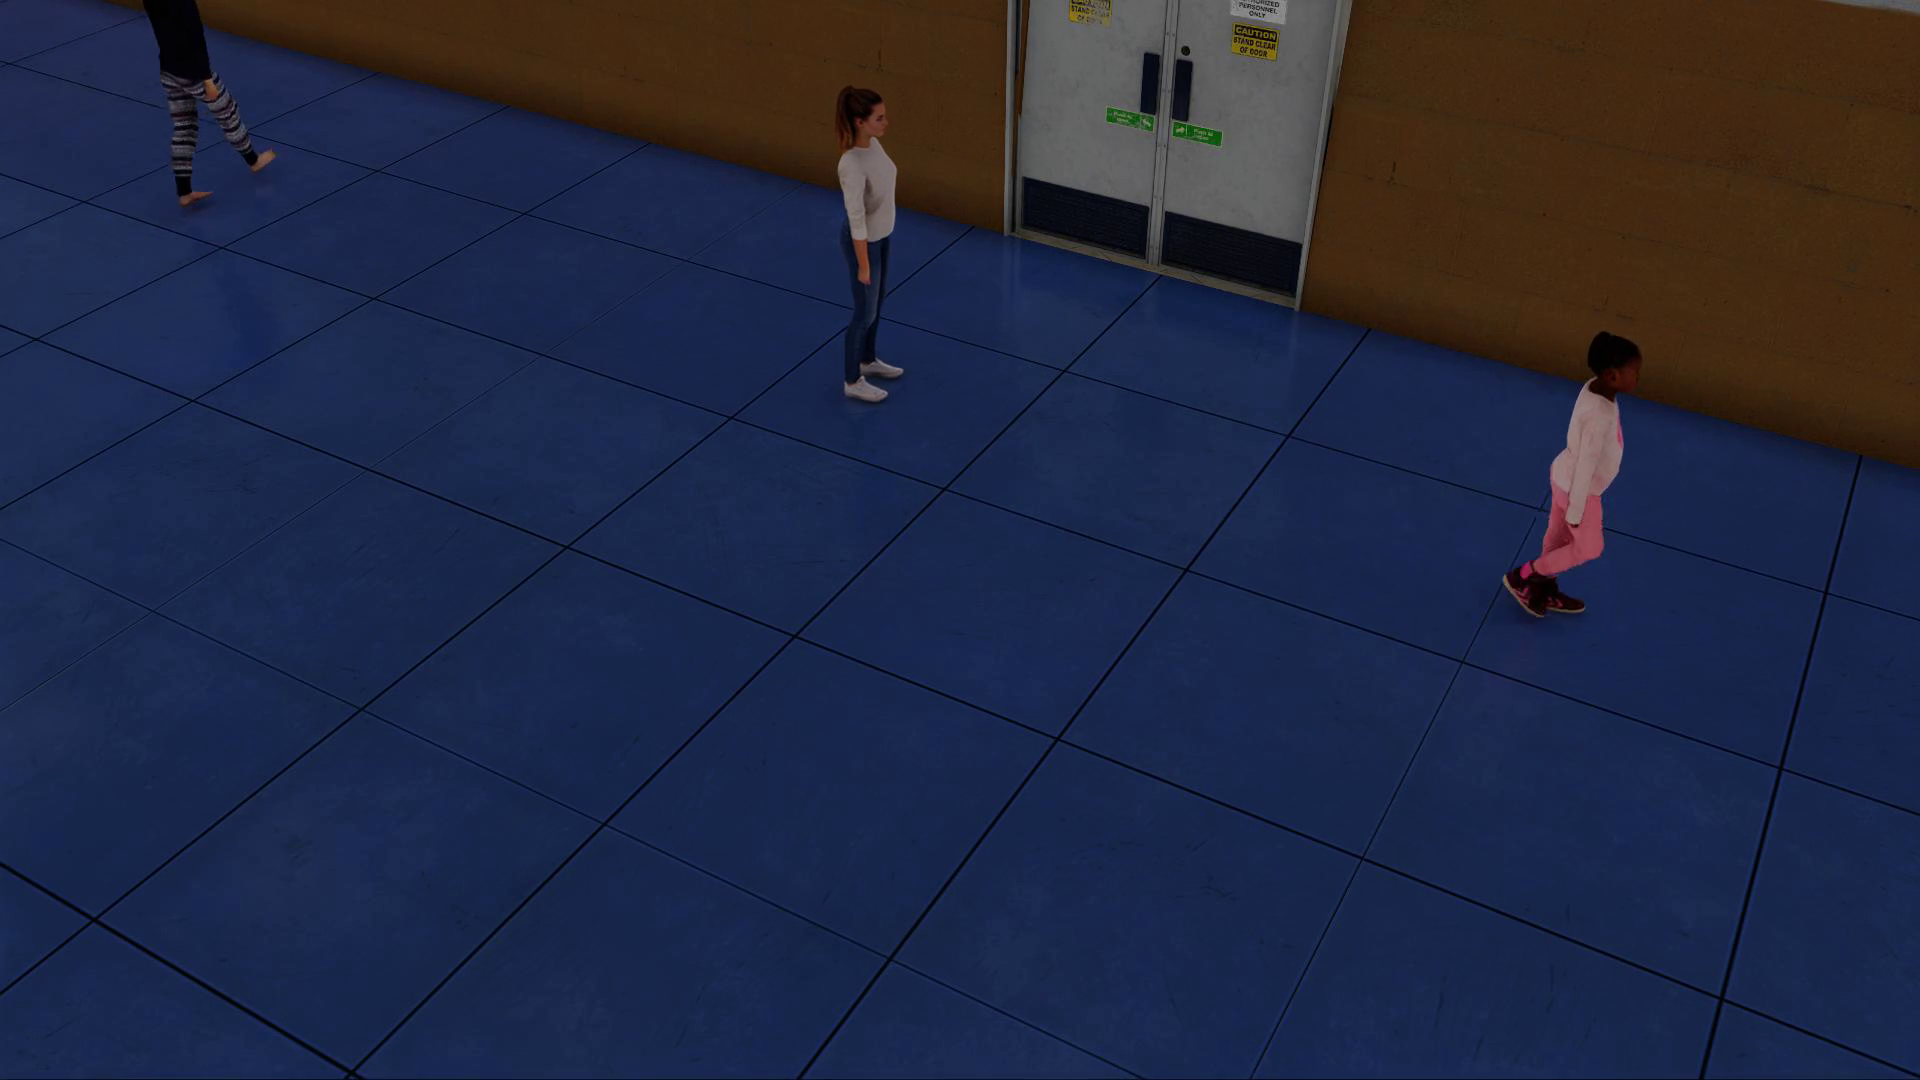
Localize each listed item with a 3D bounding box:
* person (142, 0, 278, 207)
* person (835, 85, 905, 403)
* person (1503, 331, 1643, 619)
[{"bbox_3d":[-4.996,-2.959,10.633,0.693,1.682,1.087,15,39,19],"label":"person"},{"bbox_3d":[-0.497,-1.548,8.721,0.715,1.721,0.562,7,37,9],"label":"person"},{"bbox_3d":[2.630,-0.265,7.244,0.691,1.442,0.605,12,38,15],"label":"person"}]
